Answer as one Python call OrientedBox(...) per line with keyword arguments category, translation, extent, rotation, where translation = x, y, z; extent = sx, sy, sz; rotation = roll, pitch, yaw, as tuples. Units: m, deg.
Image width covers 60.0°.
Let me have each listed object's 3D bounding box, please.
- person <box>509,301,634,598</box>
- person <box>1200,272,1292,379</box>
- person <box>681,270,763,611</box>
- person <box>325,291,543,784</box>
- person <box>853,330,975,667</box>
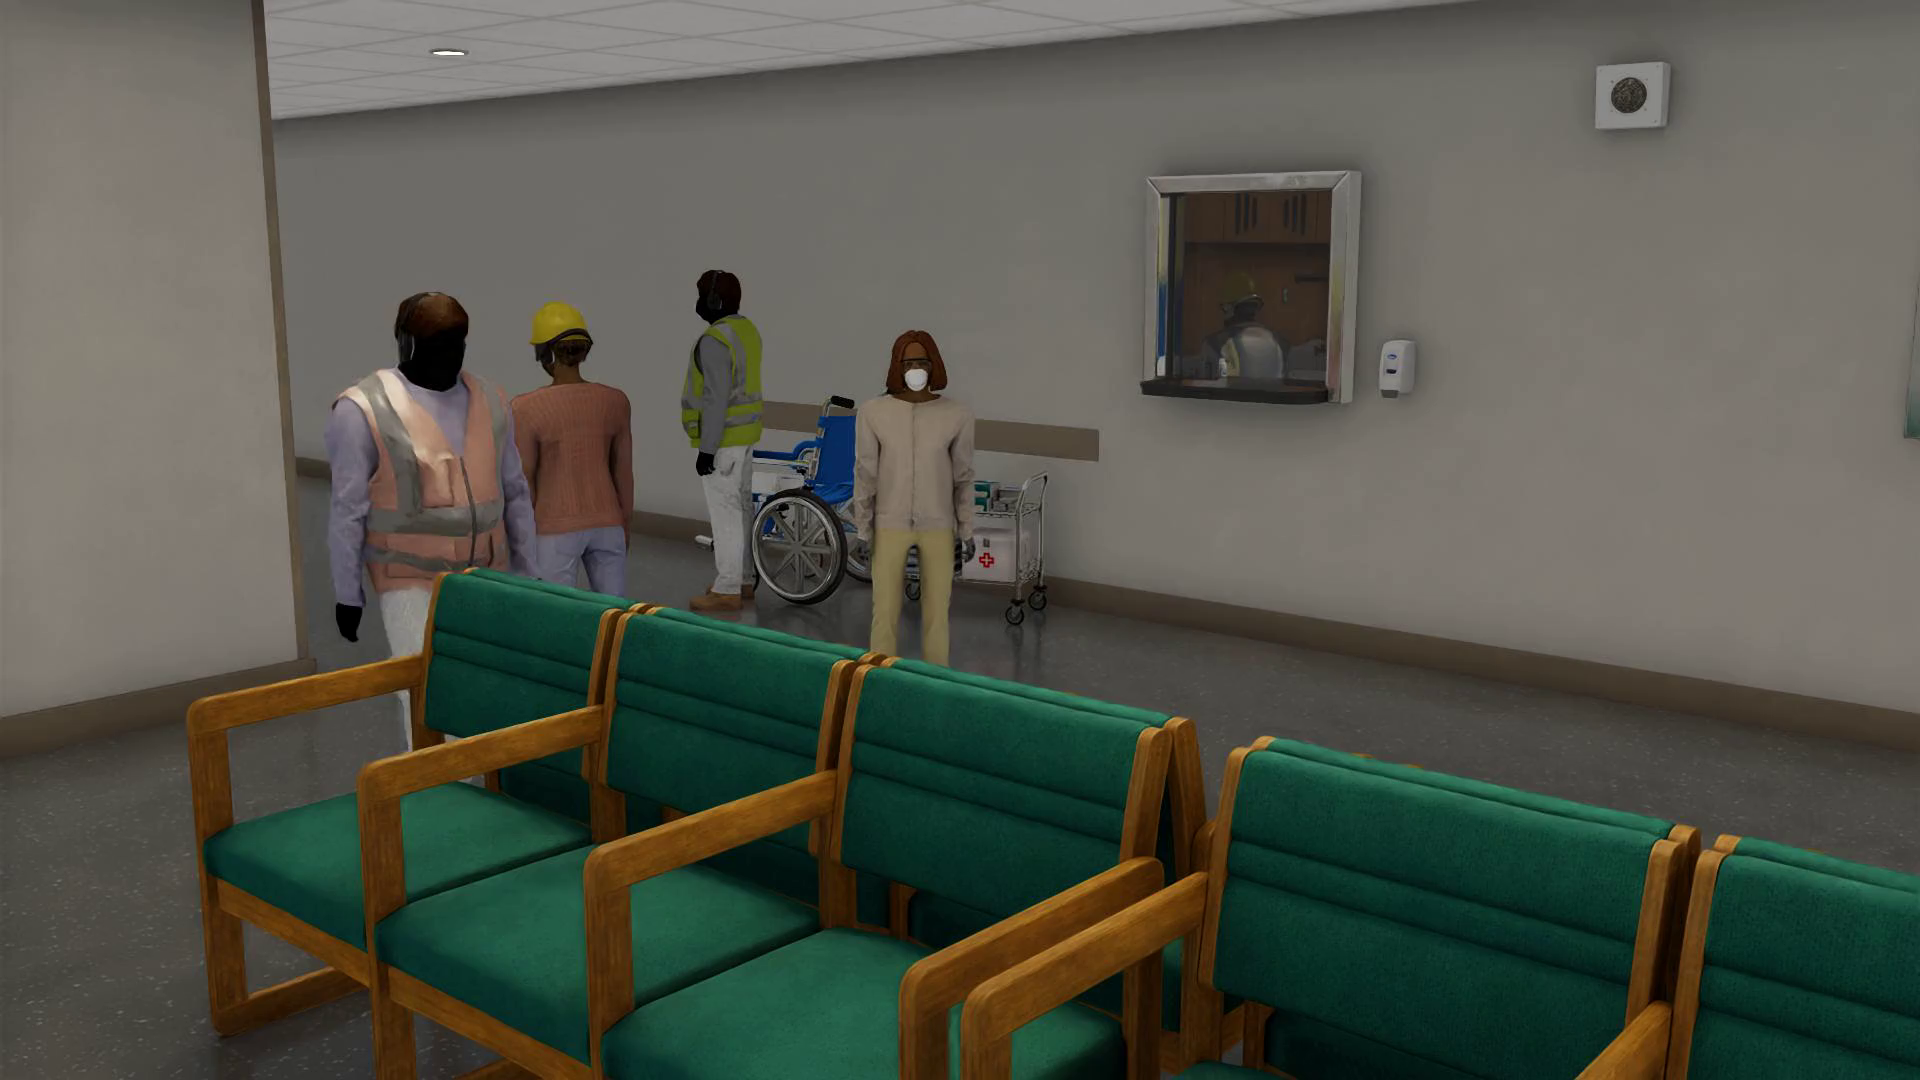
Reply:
OrientedBox(category="person", translation=(-1.499, -0.033, 6.419), extent=(0.522, 1.758, 0.349), rotation=(-9, 13, -40))
OrientedBox(category="person", translation=(1.582, -0.592, 9.400), extent=(0.593, 1.825, 0.403), rotation=(-5, 11, -24))
OrientedBox(category="person", translation=(-1.296, -0.537, 9.043), extent=(0.429, 1.844, 0.624), rotation=(2, 10, 10))
OrientedBox(category="person", translation=(-1.609, 0.132, 5.294), extent=(0.577, 1.831, 0.654), rotation=(8, 13, 38))
OrientedBox(category="person", translation=(-0.183, -0.032, 6.752), extent=(0.498, 1.634, 0.281), rotation=(-1, 10, -6))
